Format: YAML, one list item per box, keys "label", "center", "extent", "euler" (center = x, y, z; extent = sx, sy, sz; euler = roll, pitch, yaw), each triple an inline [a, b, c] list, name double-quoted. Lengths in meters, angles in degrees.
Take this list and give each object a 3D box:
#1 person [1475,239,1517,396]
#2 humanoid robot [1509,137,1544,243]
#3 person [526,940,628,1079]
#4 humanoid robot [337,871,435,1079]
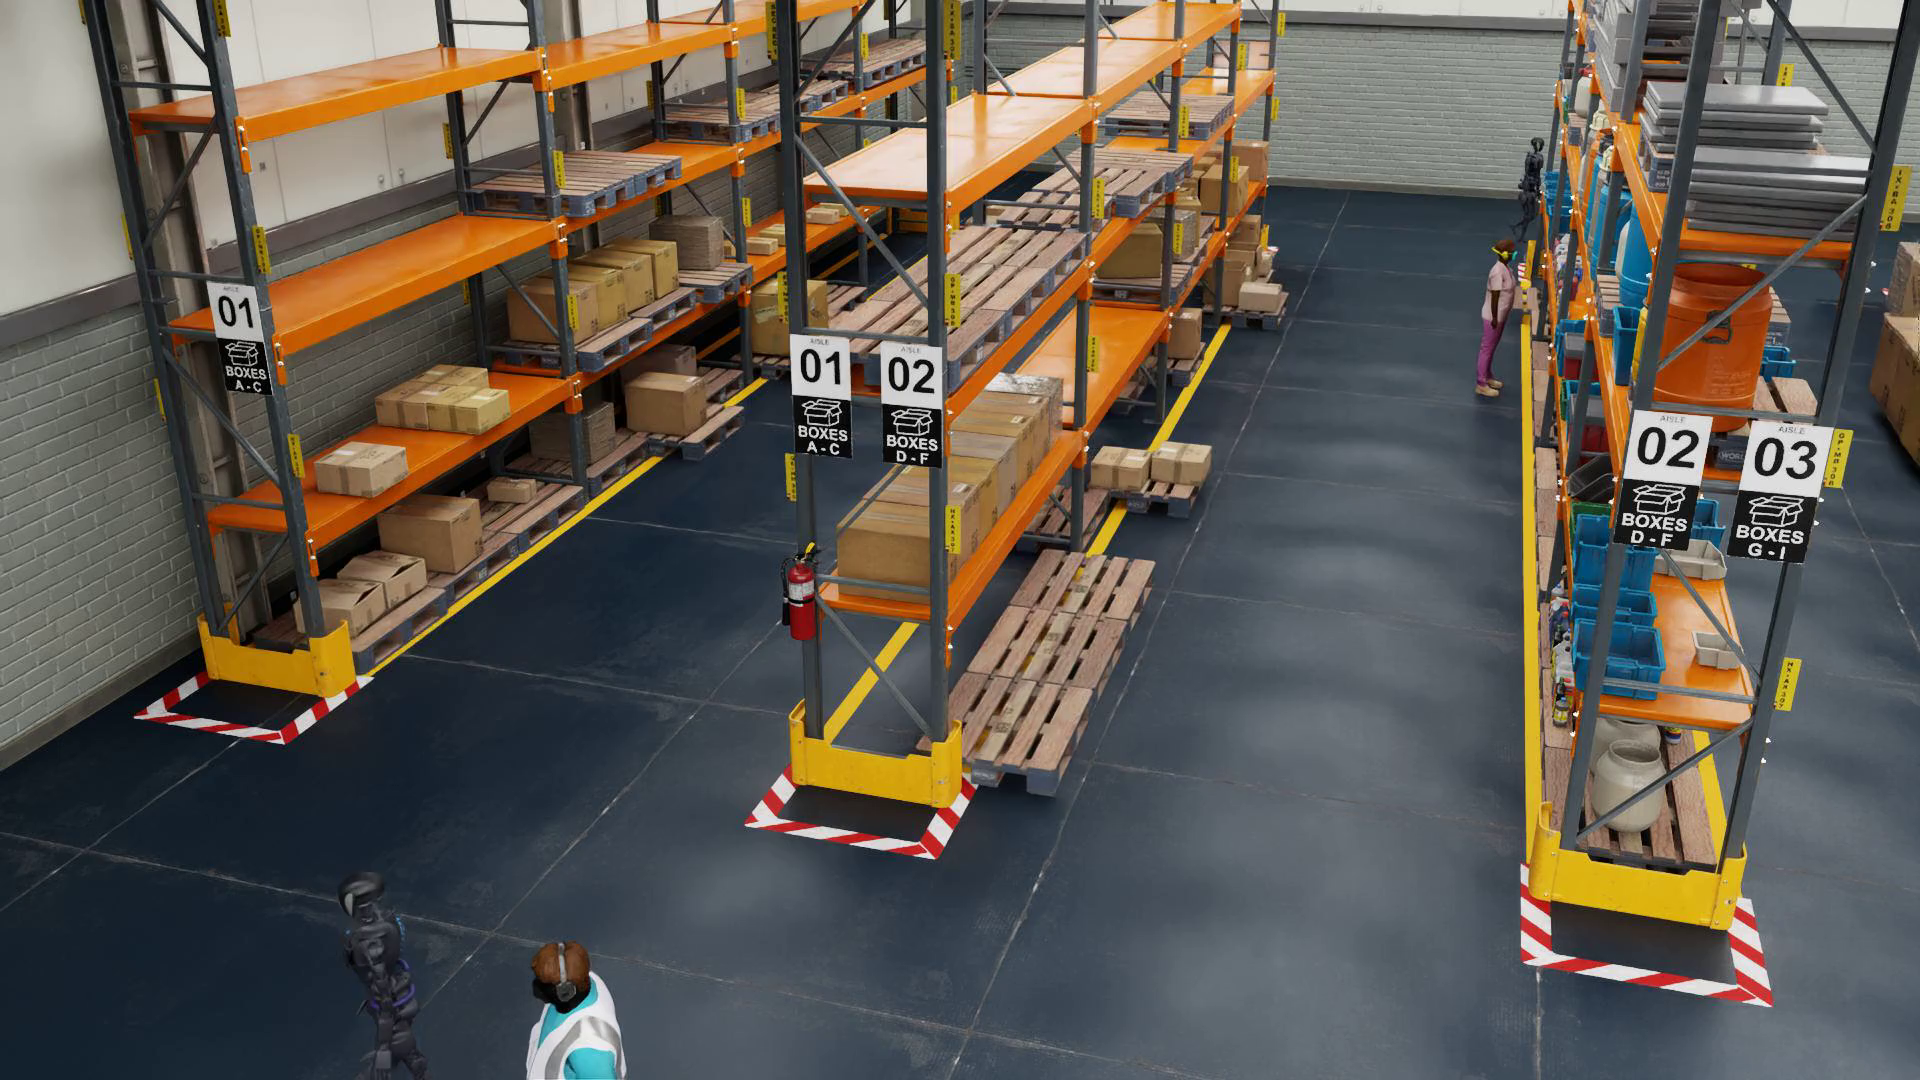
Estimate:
- label: "person"
  center: [6.208, -2.581, 19.222]
  extent: [0.329, 1.803, 0.533]
  euler: [11, 26, 24]
- label: "humanoid robot"
  center: [8.920, -5.530, 26.223]
  extent: [0.470, 1.638, 0.607]
  euler: [19, 29, 36]
- label: "person"
  center: [-1.667, 2.538, 7.303]
  extent: [0.429, 1.841, 0.634]
  euler: [-8, 25, -19]
- label: "humanoid robot"
  center: [-2.855, 2.304, 8.084]
  extent: [0.744, 1.628, 0.590]
  euler: [-11, 26, -25]
